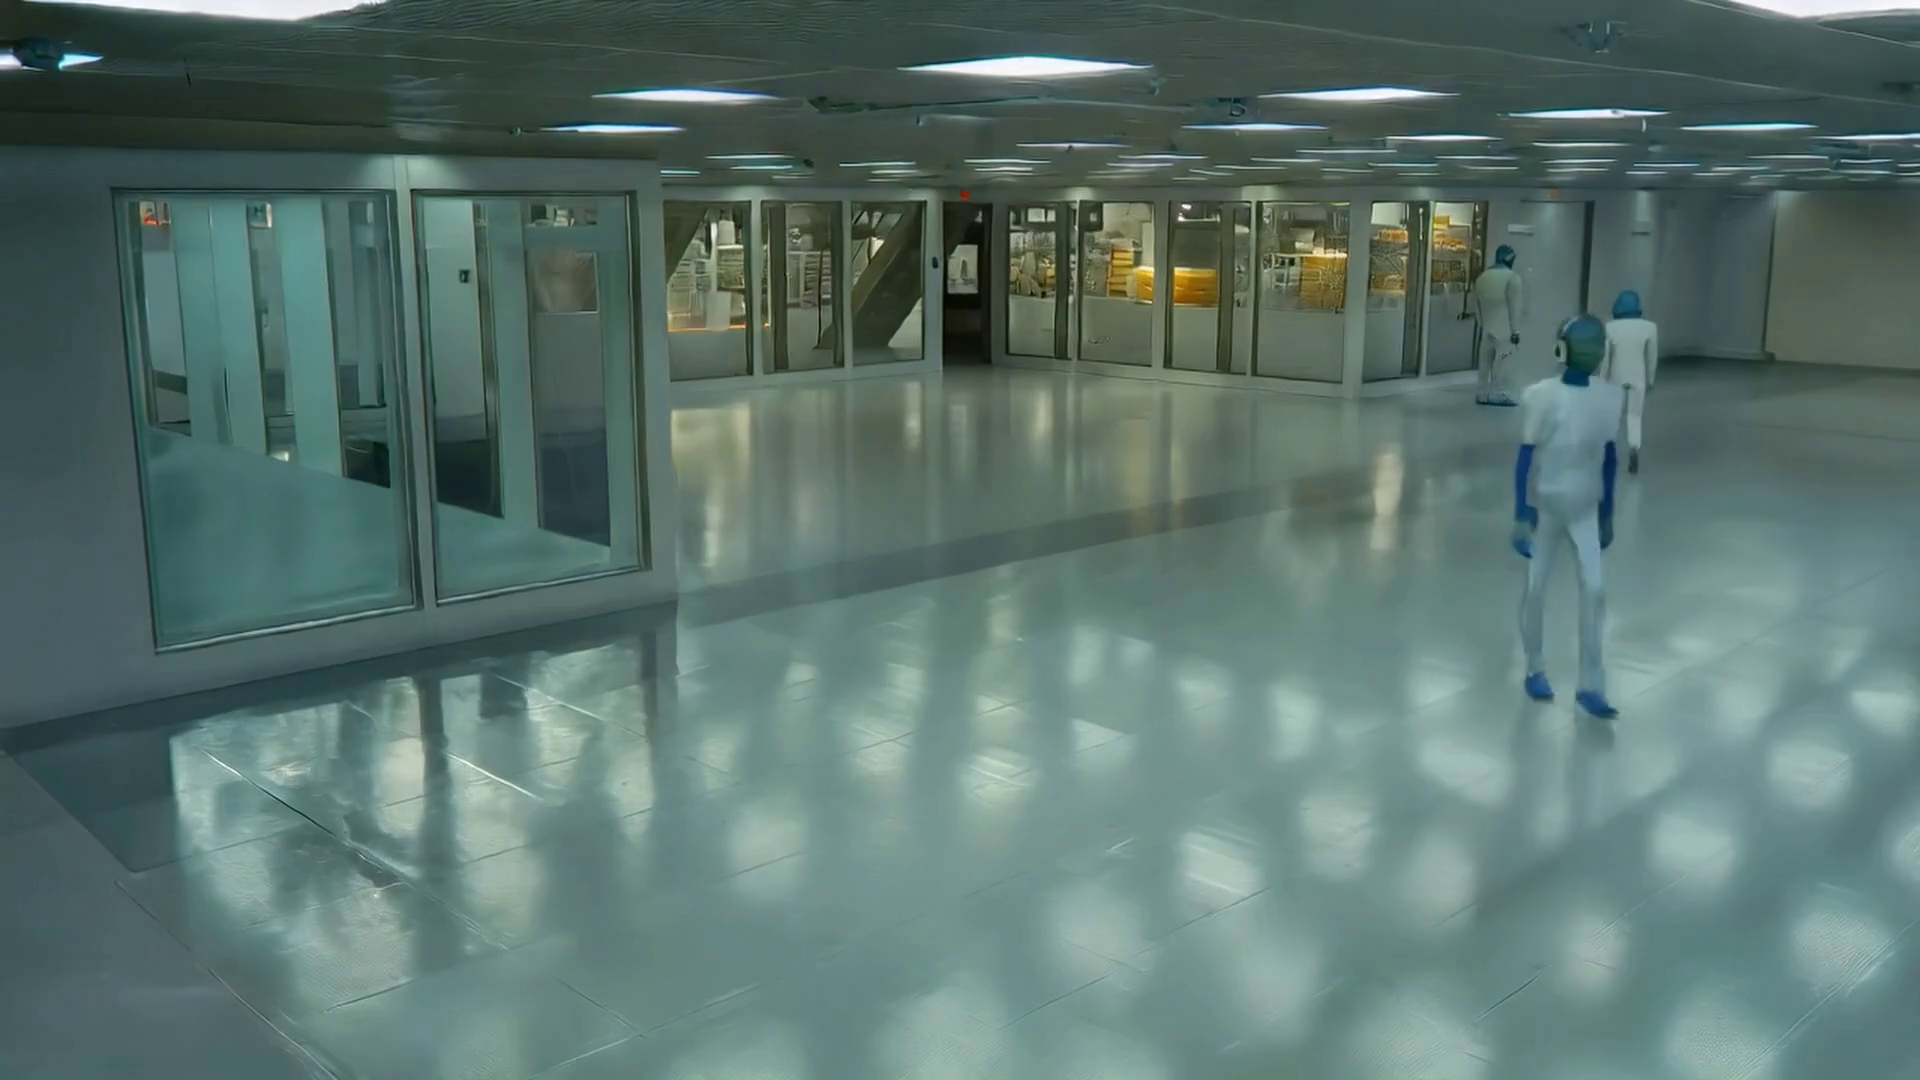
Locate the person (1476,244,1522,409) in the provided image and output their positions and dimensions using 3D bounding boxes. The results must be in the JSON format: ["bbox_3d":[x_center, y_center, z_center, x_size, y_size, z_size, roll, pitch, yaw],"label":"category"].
[{"bbox_3d":[6.315,-2.486,19.416,0.405,1.906,0.652,-5,12,-24],"label":"person"}]

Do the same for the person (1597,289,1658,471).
[{"bbox_3d":[5.903,-1.410,14.749,0.501,1.610,0.629,3,12,14],"label":"person"}]

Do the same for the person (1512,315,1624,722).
[{"bbox_3d":[2.790,-0.093,7.597,0.532,1.839,0.819,0,11,1],"label":"person"}]

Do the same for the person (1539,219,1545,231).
[{"bbox_3d":[29.772,-15.605,85.377,0.481,1.815,0.619,7,13,33],"label":"person"}]
